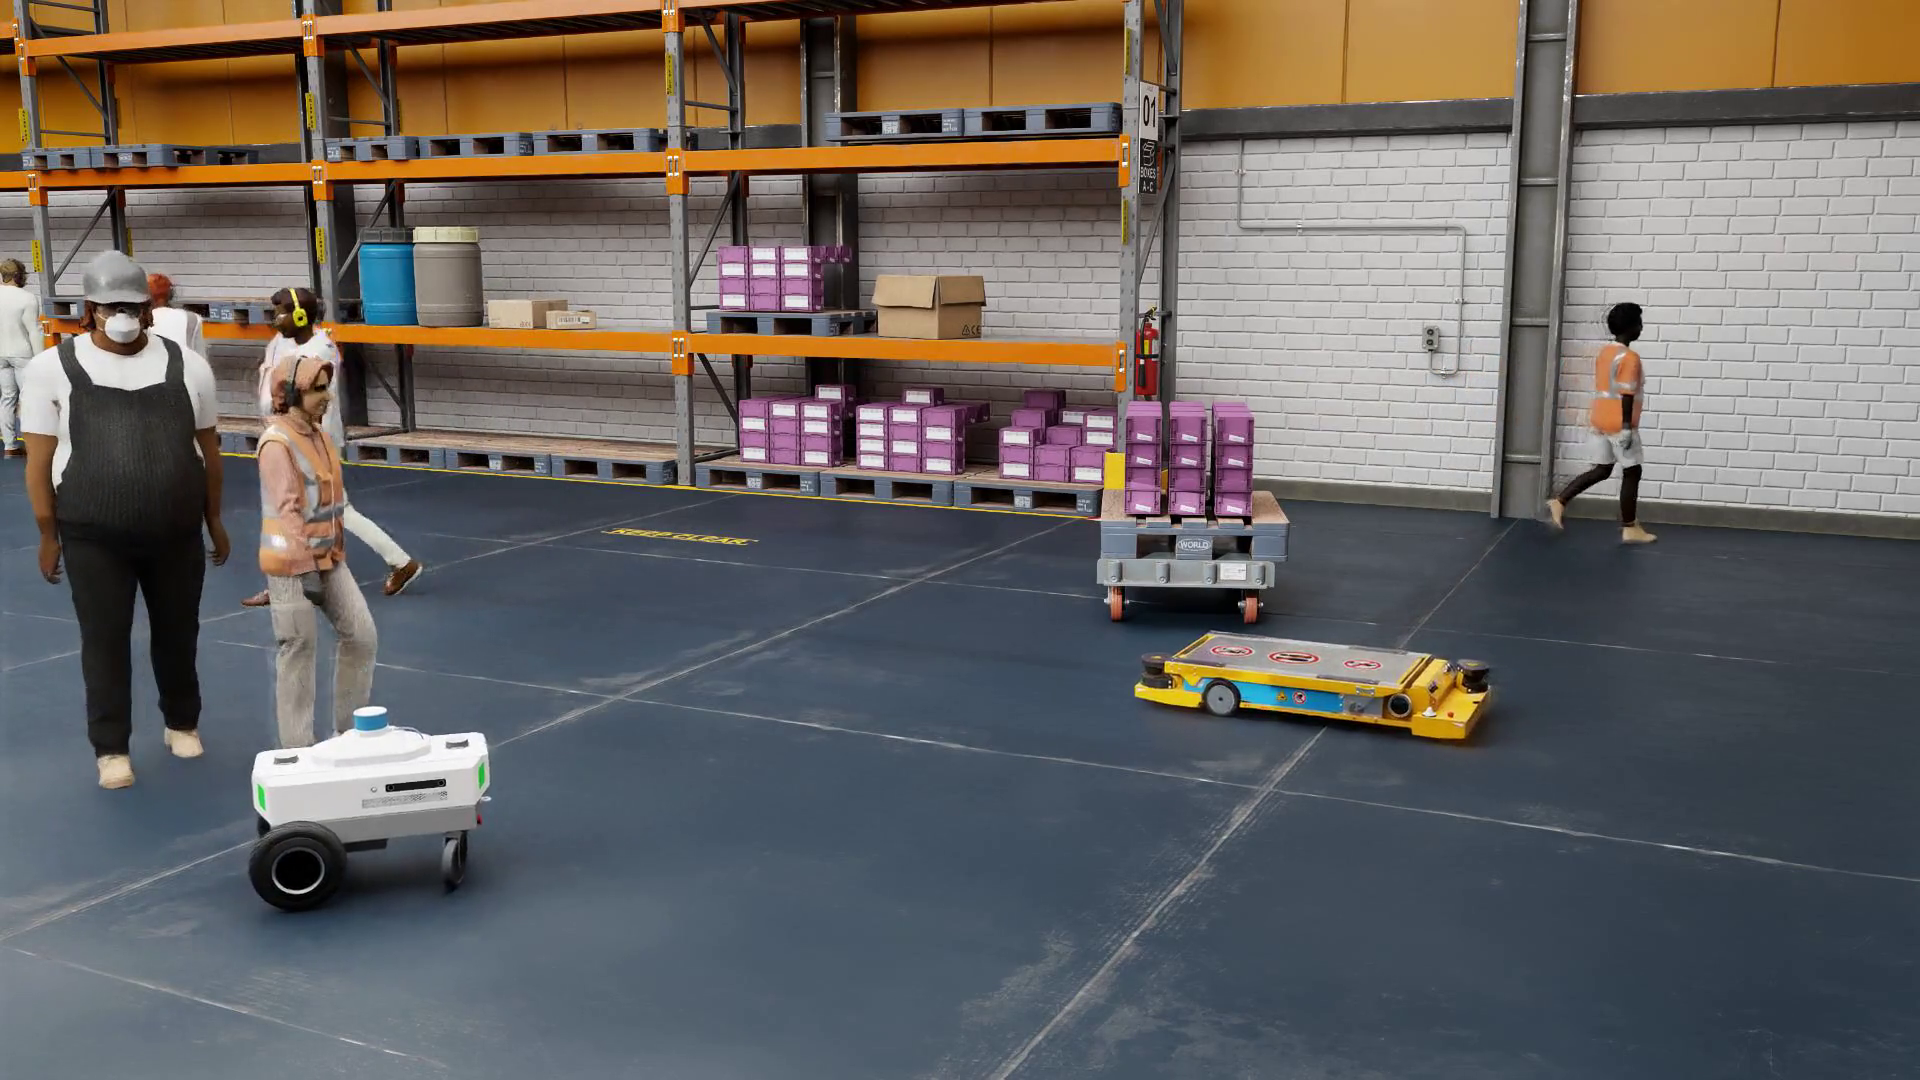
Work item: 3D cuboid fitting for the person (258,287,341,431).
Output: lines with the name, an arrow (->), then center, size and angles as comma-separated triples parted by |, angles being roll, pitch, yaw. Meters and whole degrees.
person -> -3.975, -0.602, 9.969 | 0.753, 1.813, 0.432 | 9, 13, 42

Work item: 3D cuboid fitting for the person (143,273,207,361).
person -> -6.160, -1.144, 12.959 | 0.591, 1.831, 0.982 | -7, 12, -36

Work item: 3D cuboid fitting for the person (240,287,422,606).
person -> -3.612, -0.530, 9.507 | 0.949, 1.823, 0.532 | -5, 11, -27

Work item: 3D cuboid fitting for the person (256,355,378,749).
person -> -2.427, 0.108, 6.385 | 0.498, 1.624, 0.537 | 1, 10, 3

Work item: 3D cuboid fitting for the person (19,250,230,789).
person -> -3.164, -0.099, 6.380 | 0.691, 2.000, 0.537 | -8, 13, -37

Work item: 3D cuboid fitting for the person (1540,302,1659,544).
person -> 4.451, -0.798, 11.440 | 0.723, 1.675, 0.536 | 0, 10, -1

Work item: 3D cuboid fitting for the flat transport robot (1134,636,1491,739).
flat transport robot -> 1.555, 0.618, 7.337 | 1.431, 0.197, 0.652 | 5, 11, 26

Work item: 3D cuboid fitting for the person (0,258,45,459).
person -> -9.108, -1.743, 16.082 | 0.635, 1.937, 0.354 | 3, 10, 15

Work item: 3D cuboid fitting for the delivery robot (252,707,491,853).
delivery robot -> -1.876, 0.779, 5.335 | 0.707, 0.478, 0.477 | -3, 11, -19
